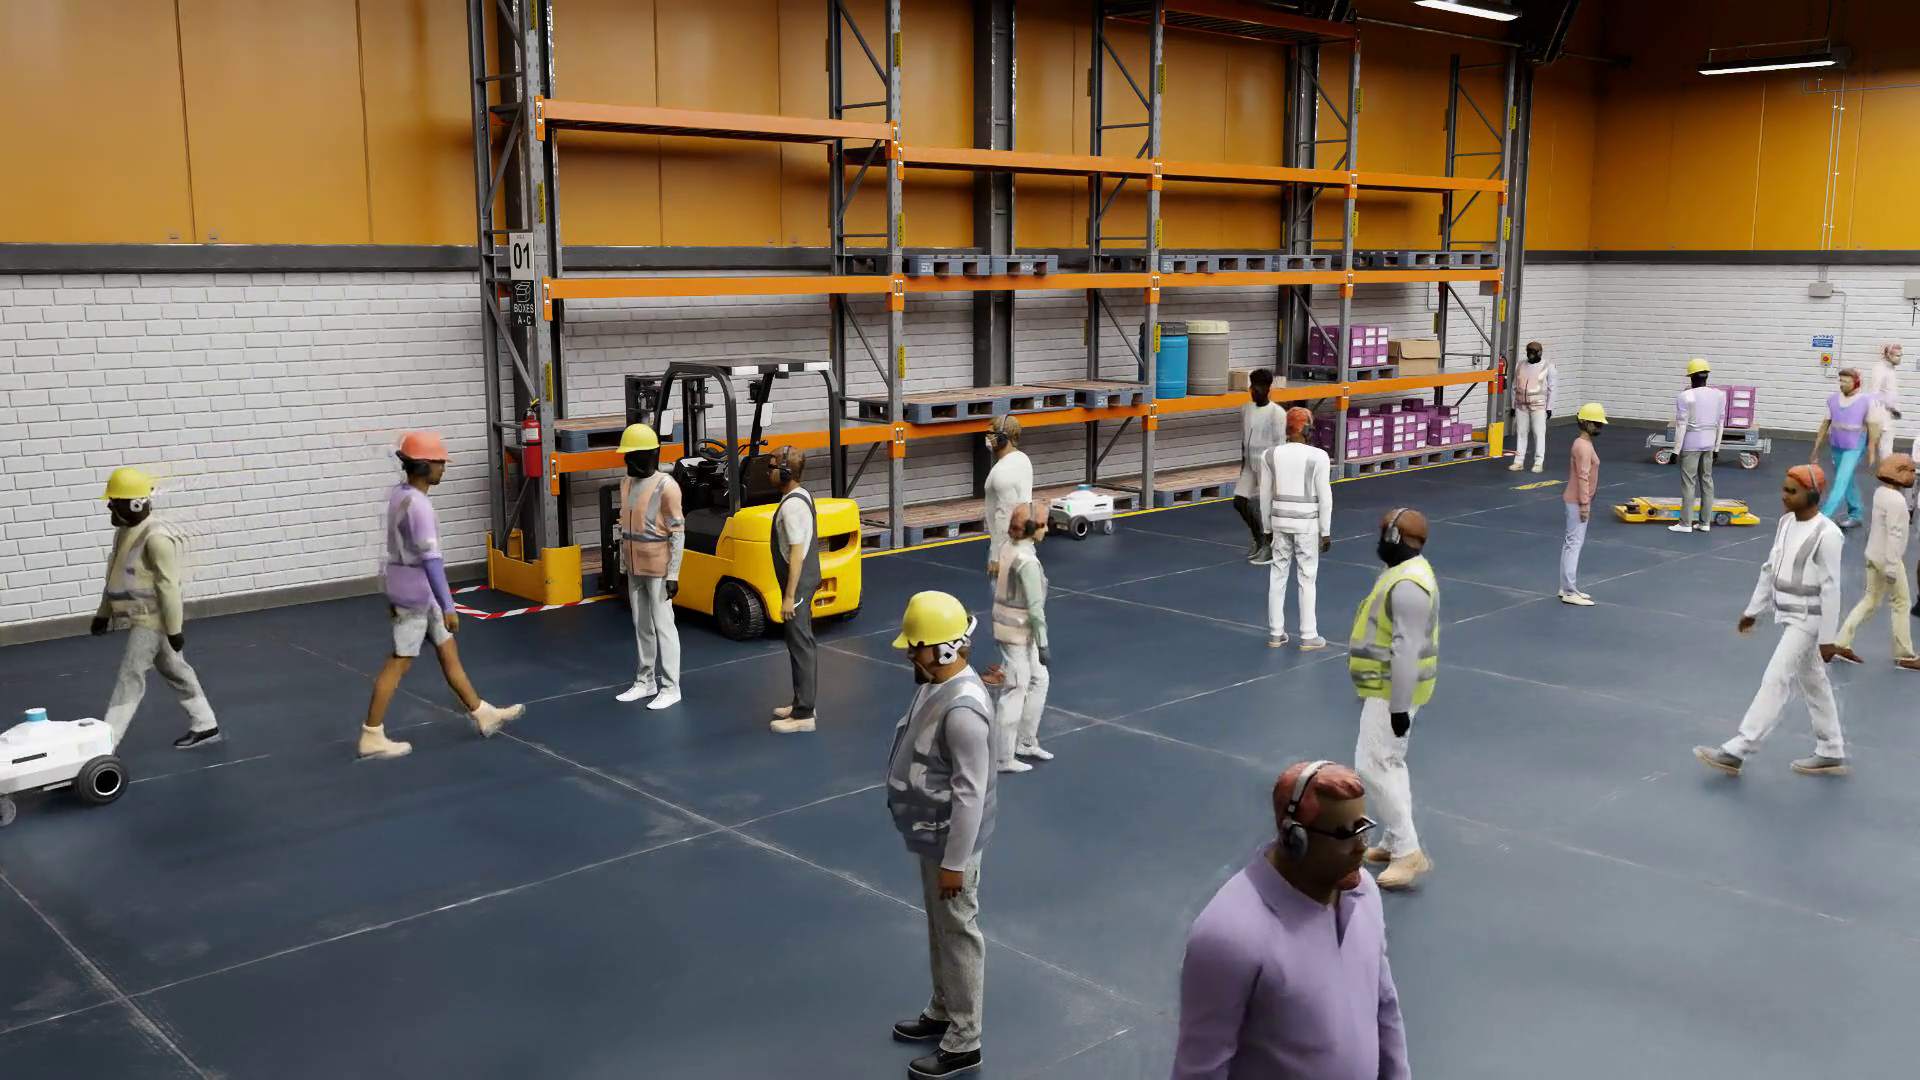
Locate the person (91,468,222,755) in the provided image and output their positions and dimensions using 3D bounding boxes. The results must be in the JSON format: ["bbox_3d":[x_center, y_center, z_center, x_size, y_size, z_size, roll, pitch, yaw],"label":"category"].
[{"bbox_3d":[-4.933,0.455,9.971,0.951,1.782,0.607,-8,12,-39],"label":"person"}]

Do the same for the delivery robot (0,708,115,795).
[{"bbox_3d":[-5.049,1.167,9.119,0.477,0.478,0.707,7,12,37],"label":"delivery robot"}]

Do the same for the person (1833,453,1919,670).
[{"bbox_3d":[6.834,0.153,12.254,0.630,1.617,0.516,2,10,12],"label":"person"}]

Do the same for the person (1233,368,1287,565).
[{"bbox_3d":[2.952,-0.717,16.353,0.429,1.940,0.636,-6,11,-31],"label":"person"}]

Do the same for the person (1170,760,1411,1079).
[{"bbox_3d":[0.872,1.439,3.987,1.016,1.848,0.674,9,13,43],"label":"person"}]

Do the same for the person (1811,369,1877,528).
[{"bbox_3d":[9.715,-0.991,18.378,0.960,1.790,0.596,-4,10,-21],"label":"person"}]

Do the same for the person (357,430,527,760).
[{"bbox_3d":[-3.228,0.323,10.143,1.061,1.979,0.648,-5,11,-26],"label":"person"}]

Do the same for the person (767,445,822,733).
[{"bbox_3d":[-1.067,0.310,10.635,0.351,1.846,0.507,0,10,3],"label":"person"}]

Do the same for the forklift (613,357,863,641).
[{"bbox_3d":[-1.847,-0.414,13.852,1.214,2.155,2.313,-9,13,-42],"label":"forklift"}]

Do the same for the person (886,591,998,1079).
[{"bbox_3d":[-0.069,1.081,6.178,0.403,1.826,0.589,-2,10,-10],"label":"person"}]

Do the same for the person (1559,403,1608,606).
[{"bbox_3d":[5.454,-0.319,14.559,0.329,1.765,0.525,3,10,18],"label":"person"}]

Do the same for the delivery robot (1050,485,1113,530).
[{"bbox_3d":[1.324,-0.357,18.037,0.707,0.478,0.477,-7,12,-38],"label":"delivery robot"}]

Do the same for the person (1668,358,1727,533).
[{"bbox_3d":[8.074,-1.027,18.253,0.585,1.918,0.377,-2,10,-13],"label":"person"}]

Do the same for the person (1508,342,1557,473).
[{"bbox_3d":[8.045,-1.871,23.423,0.634,1.839,0.429,9,13,43],"label":"person"}]

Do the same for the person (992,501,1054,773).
[{"bbox_3d":[0.423,0.573,9.737,0.568,1.617,0.531,-2,10,-12],"label":"person"}]

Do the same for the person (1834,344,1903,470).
[{"bbox_3d":[12.756,-1.832,23.251,0.927,1.842,0.674,7,12,35],"label":"person"}]

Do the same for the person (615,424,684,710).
[{"bbox_3d":[-2.106,0.178,11.170,0.593,1.924,0.381,8,13,41],"label":"person"}]

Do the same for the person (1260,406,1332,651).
[{"bbox_3d":[2.596,-0.088,12.848,0.573,1.886,0.353,6,12,33],"label":"person"}]

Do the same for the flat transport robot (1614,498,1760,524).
[{"bbox_3d":[8.321,-0.343,19.058,1.431,0.197,0.652,2,10,10],"label":"flat transport robot"}]

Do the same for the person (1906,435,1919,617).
[{"bbox_3d":[8.269,-0.296,13.951,0.588,1.920,0.430,9,13,43],"label":"person"}]

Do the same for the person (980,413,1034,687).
[{"bbox_3d":[0.330,0.073,11.751,0.372,1.940,0.627,2,10,14],"label":"person"}]

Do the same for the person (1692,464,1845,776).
[{"bbox_3d":[4.775,0.473,9.678,0.957,1.834,0.601,1,10,5],"label":"person"}]

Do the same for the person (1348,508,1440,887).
[{"bbox_3d":[2.126,0.756,8.185,0.437,1.806,0.725,2,10,14],"label":"person"}]
